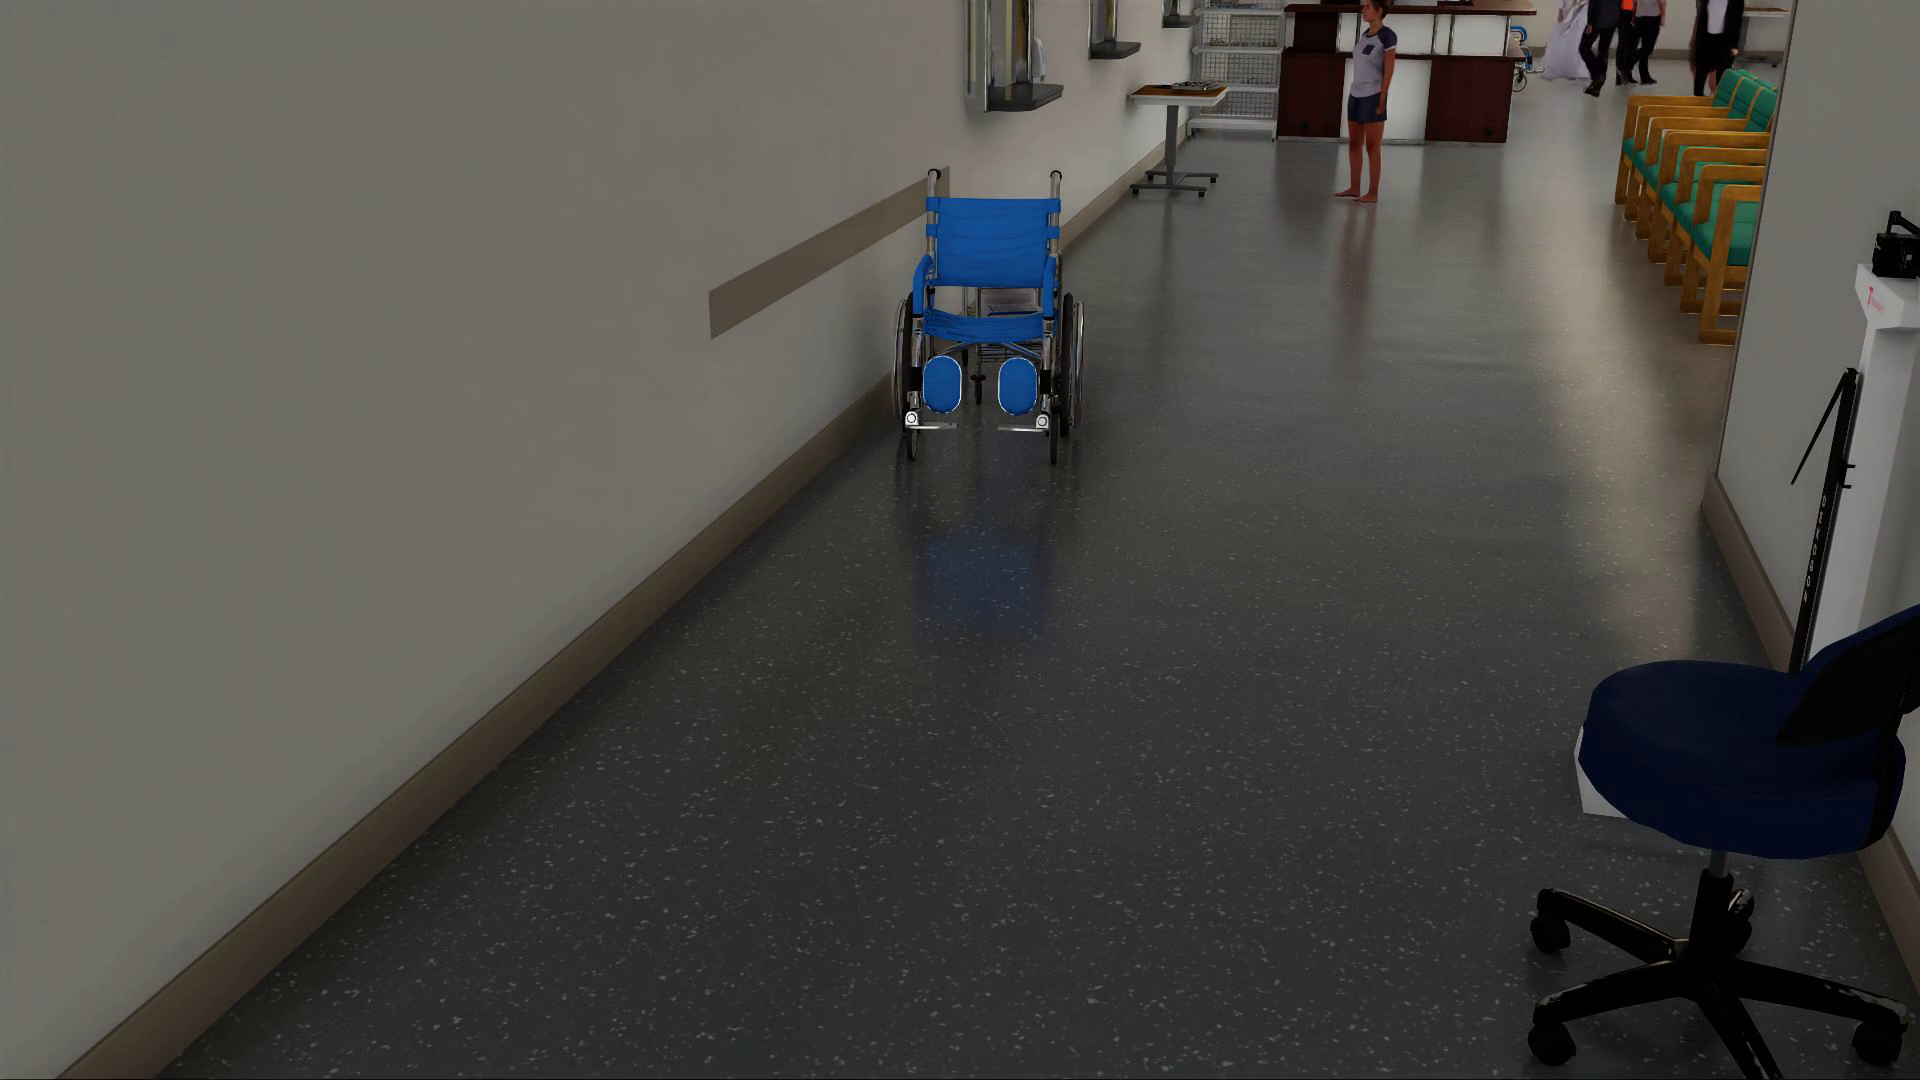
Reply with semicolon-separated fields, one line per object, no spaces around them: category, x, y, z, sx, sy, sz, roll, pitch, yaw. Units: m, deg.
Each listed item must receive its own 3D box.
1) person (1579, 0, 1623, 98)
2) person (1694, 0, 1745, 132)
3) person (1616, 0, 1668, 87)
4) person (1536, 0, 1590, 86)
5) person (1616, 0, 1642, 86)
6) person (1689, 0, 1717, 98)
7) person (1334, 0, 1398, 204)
person;8.115;-6.506;20.854;0.791;1.854;0.851;-6;21;-14
person;7.842;-5.069;17.155;0.954;1.787;0.948;-17;27;-38
person;9.019;-6.896;21.938;1.195;1.815;1.057;-8;22;-21
person;8.245;-7.060;22.287;1.193;1.875;1.107;-4;21;-10
person;9.040;-7.008;22.365;0.777;1.723;0.759;0;21;1
person;9.125;-6.104;20.134;0.813;1.806;0.891;-9;23;-23
person;3.287;-3.547;13.366;0.702;1.625;0.665;-8;22;-20
